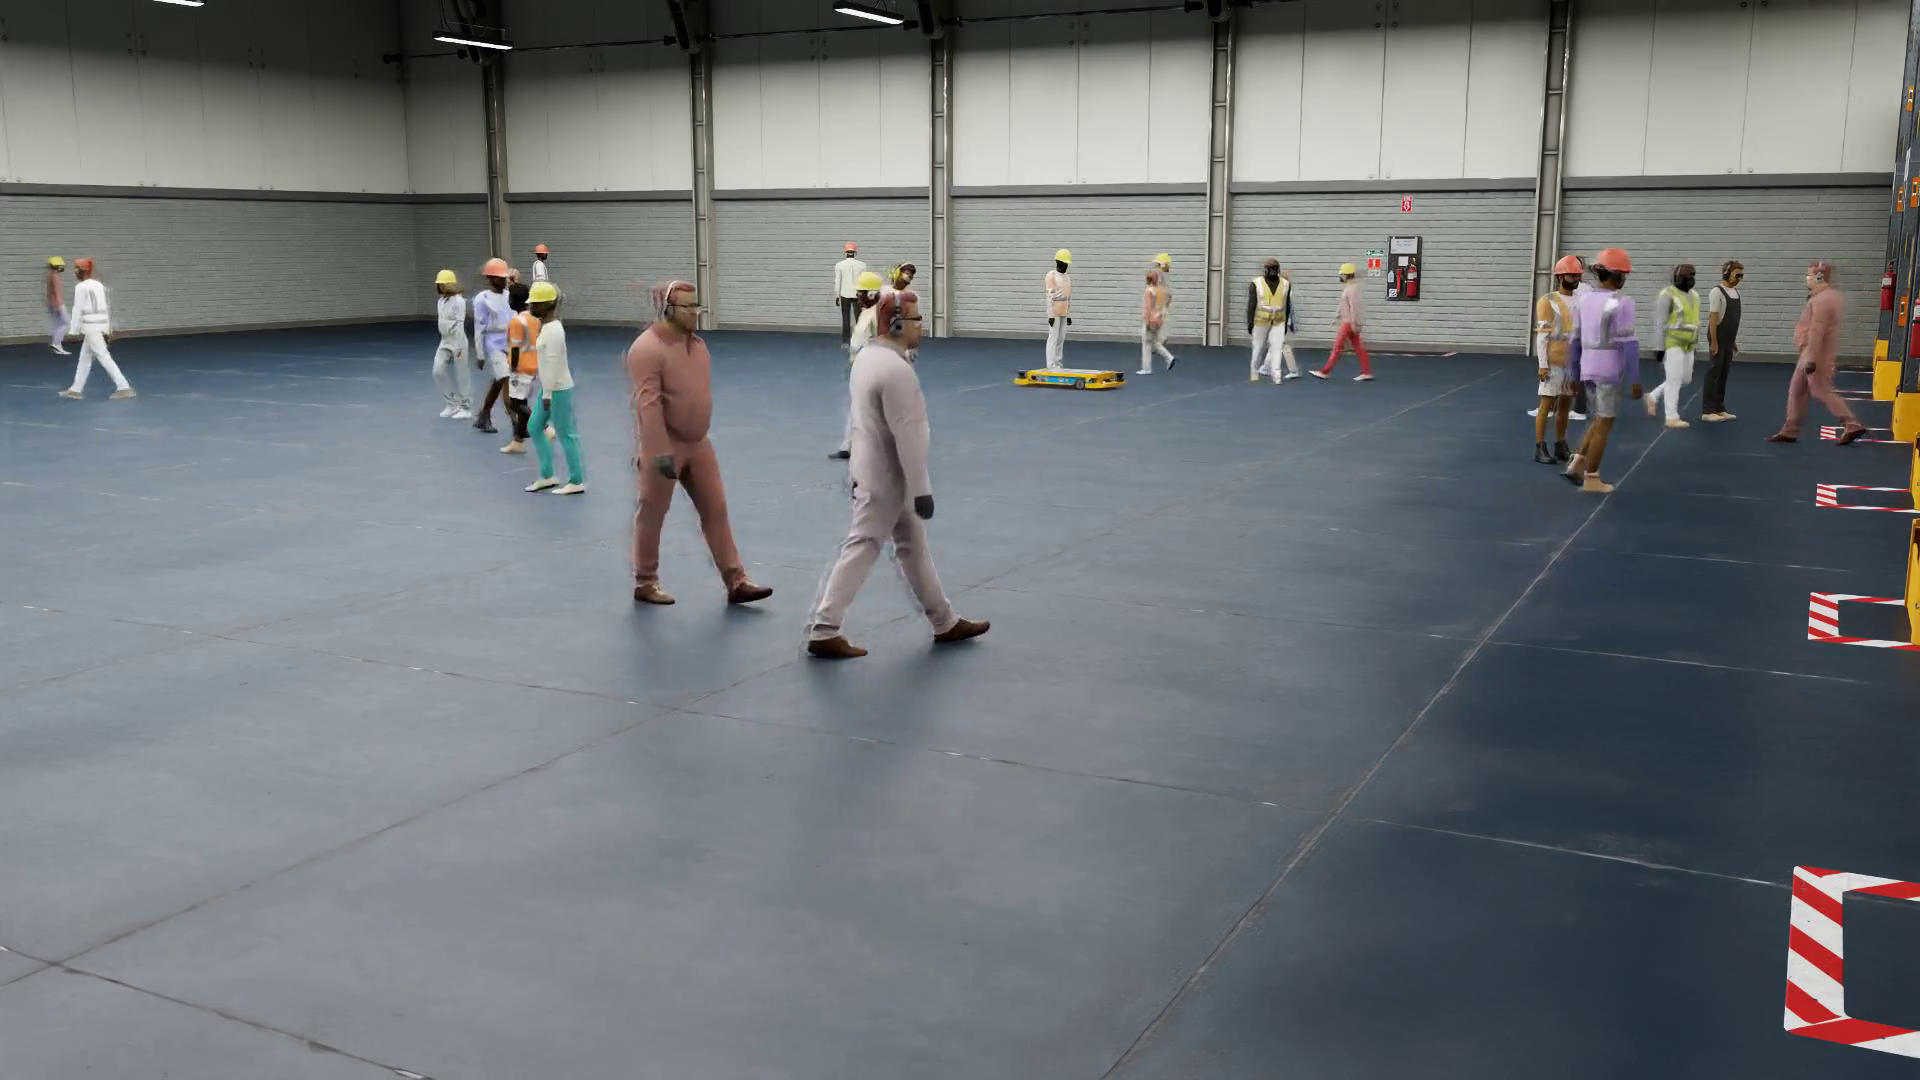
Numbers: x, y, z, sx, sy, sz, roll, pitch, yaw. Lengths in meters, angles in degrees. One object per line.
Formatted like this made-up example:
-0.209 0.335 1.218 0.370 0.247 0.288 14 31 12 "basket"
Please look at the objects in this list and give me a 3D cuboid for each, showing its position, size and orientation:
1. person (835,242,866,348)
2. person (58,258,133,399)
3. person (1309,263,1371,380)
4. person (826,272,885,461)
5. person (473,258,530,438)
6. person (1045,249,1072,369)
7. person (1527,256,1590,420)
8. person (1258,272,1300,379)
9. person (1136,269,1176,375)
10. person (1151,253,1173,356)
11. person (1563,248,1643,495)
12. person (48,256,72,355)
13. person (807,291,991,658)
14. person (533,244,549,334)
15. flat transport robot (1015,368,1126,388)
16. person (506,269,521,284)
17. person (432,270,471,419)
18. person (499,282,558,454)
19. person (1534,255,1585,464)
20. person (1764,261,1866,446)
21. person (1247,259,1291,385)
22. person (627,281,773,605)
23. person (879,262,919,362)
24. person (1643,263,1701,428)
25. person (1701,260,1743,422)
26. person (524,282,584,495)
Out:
-2.062 -4.619 31.441 0.612 1.995 0.392 -2 11 -11 "person"
-11.261 -2.728 21.577 0.989 1.836 0.594 -1 10 -3 "person"
5.638 -3.186 24.395 0.920 1.717 0.521 2 11 12 "person"
-0.827 -1.656 15.848 0.896 1.794 0.606 -2 11 -12 "person"
-4.904 -2.043 17.707 0.984 1.895 0.565 6 12 30 "person"
1.510 -3.420 25.117 0.380 1.917 0.586 6 12 32 "person"
7.030 -2.352 19.382 0.624 1.880 0.810 -10 14 -43 "person"
4.767 -3.215 24.904 0.873 1.582 0.536 8 13 37 "person"
2.985 -3.325 25.395 0.503 1.619 0.531 6 12 31 "person"
3.572 -4.157 29.409 0.485 1.813 0.616 2 11 9 "person"
5.299 -1.364 13.613 0.429 2.027 0.616 -3 11 -15 "person"
-16.042 -4.167 29.639 0.387 1.752 0.554 -7 13 -34 "person"
-0.335 -0.327 8.439 1.012 1.851 0.673 -3 11 -14 "person"
-8.615 -5.113 34.293 0.366 1.939 0.542 -4 11 -21 "person"
1.555 -2.281 23.397 1.431 0.197 0.652 6 12 32 "flat transport robot"
-6.539 -3.169 24.503 0.314 1.642 0.514 -1 10 -5 "person"
-5.907 -2.266 19.336 0.487 1.728 0.457 7 12 32 "person"
-4.198 -1.648 16.091 0.637 1.684 0.545 1 10 7 "person"
5.634 -1.678 15.554 0.545 1.943 0.347 -5 11 -23 "person"
8.771 -1.884 16.886 0.865 1.874 0.657 5 12 26 "person"
4.439 -3.157 24.011 0.637 1.809 0.927 -1 10 -4 "person"
-1.531 -0.521 9.458 0.946 1.867 0.650 7 12 33 "person"
-0.745 -2.209 18.771 0.653 1.833 0.337 1 10 8 "person"
7.996 -2.189 18.689 0.630 1.826 0.651 -6 12 -31 "person"
8.774 -2.278 19.100 0.506 1.843 0.346 -8 13 -38 "person"
-3.394 -1.227 13.616 0.611 1.744 0.548 -4 11 -19 "person"
